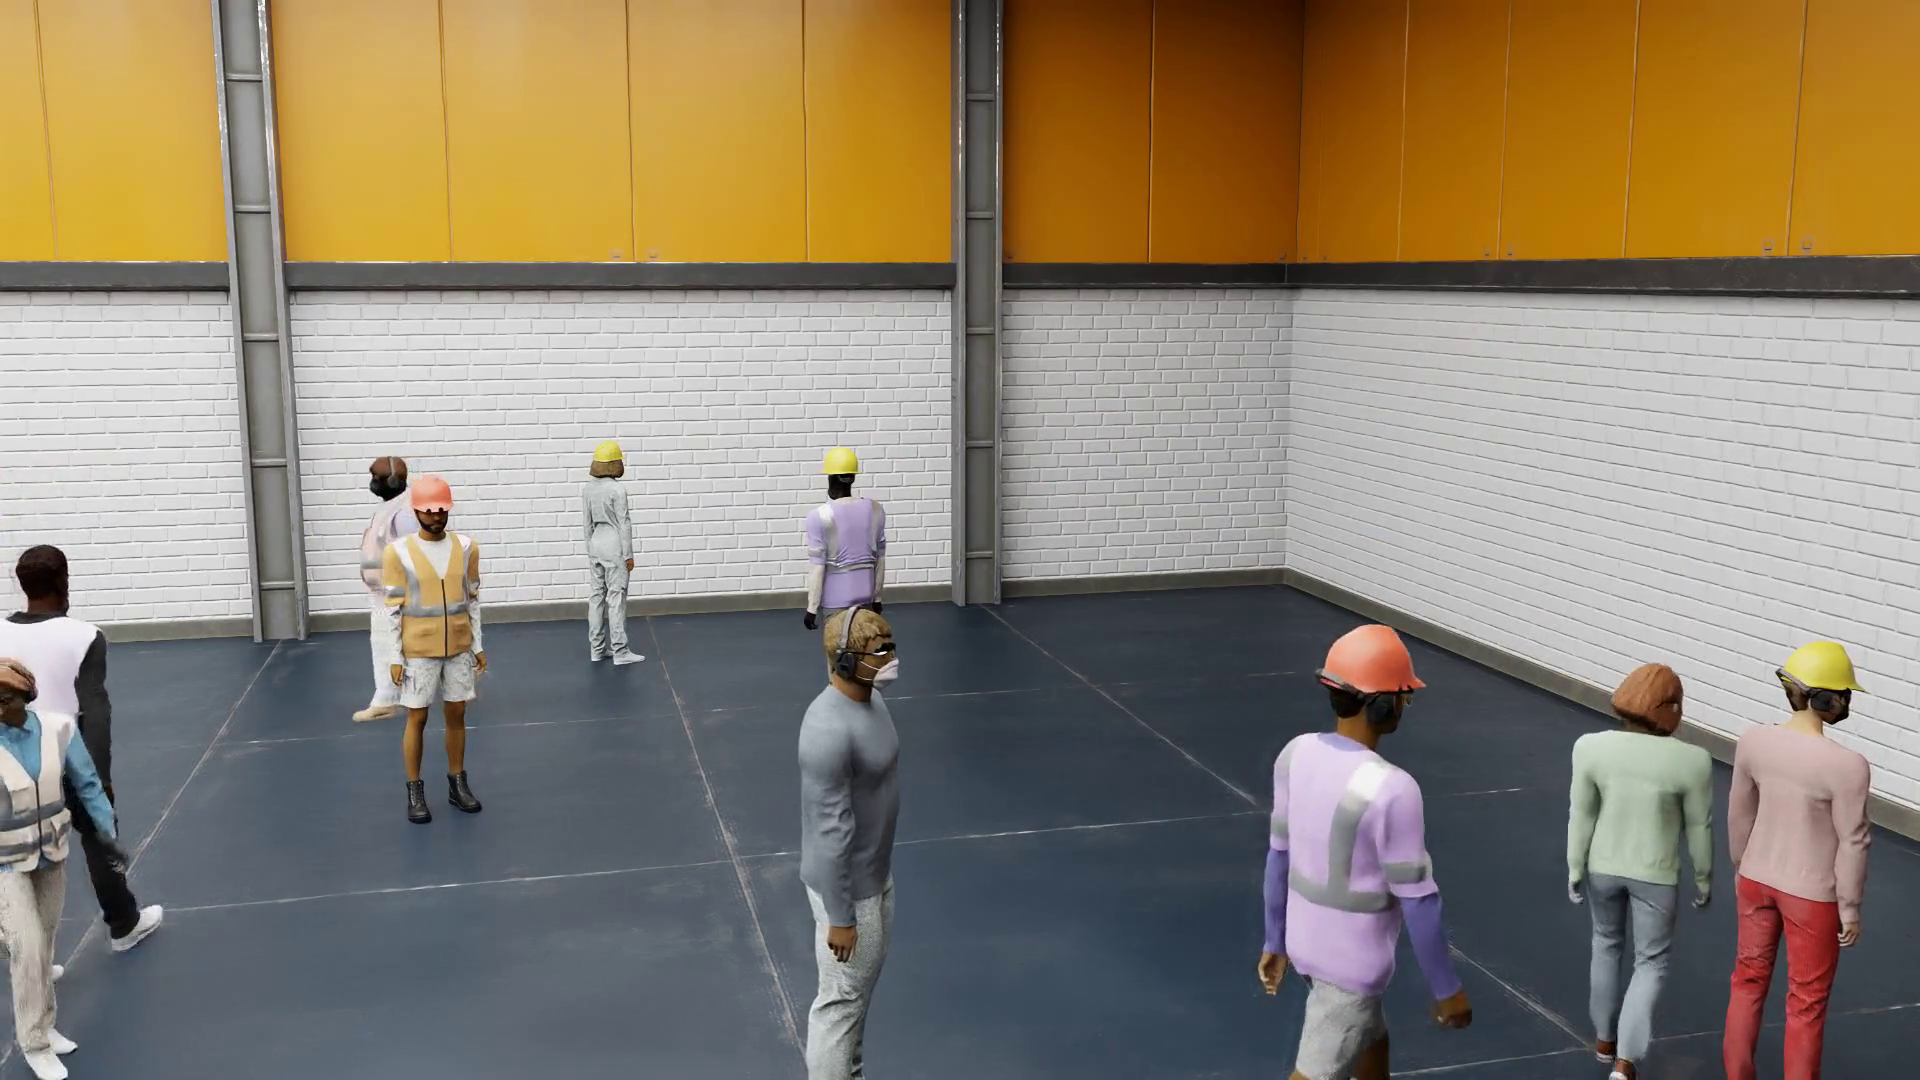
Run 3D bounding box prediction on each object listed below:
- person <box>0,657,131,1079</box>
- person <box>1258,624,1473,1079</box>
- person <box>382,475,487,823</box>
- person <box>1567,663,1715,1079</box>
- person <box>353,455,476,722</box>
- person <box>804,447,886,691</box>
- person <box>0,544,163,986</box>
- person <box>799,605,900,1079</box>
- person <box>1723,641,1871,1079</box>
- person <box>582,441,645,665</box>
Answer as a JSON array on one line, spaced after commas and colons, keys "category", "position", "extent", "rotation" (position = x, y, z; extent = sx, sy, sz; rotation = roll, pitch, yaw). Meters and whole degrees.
[{"category": "person", "position": [-3.475, 1.225, 6.270], "extent": [0.570, 1.613, 0.544], "rotation": [4, 10, 25]}, {"category": "person", "position": [1.227, 1.243, 5.059], "extent": [1.057, 1.988, 0.616], "rotation": [-3, 9, -16]}, {"category": "person", "position": [-2.899, 0.595, 9.248], "extent": [0.552, 1.935, 0.374], "rotation": [-7, 12, -38]}, {"category": "person", "position": [2.486, 1.257, 6.156], "extent": [0.507, 1.605, 0.700], "rotation": [7, 11, 37]}, {"category": "person", "position": [-3.758, 0.324, 11.316], "extent": [0.733, 1.821, 0.631], "rotation": [-5, 11, -31]}, {"category": "person", "position": [-0.746, 0.363, 10.725], "extent": [0.585, 1.929, 0.370], "rotation": [-7, 11, -37]}, {"category": "person", "position": [-3.878, 0.950, 7.208], "extent": [0.617, 1.875, 0.926], "rotation": [1, 9, 4]}, {"category": "person", "position": [-0.355, 1.172, 5.642], "extent": [0.357, 1.938, 0.635], "rotation": [1, 9, 8]}, {"category": "person", "position": [2.948, 1.224, 5.863], "extent": [0.329, 1.765, 0.526], "rotation": [-4, 10, -25]}, {"category": "person", "position": [-2.720, 0.096, 12.967], "extent": [0.484, 1.745, 0.297], "rotation": [6, 11, 35]}]
